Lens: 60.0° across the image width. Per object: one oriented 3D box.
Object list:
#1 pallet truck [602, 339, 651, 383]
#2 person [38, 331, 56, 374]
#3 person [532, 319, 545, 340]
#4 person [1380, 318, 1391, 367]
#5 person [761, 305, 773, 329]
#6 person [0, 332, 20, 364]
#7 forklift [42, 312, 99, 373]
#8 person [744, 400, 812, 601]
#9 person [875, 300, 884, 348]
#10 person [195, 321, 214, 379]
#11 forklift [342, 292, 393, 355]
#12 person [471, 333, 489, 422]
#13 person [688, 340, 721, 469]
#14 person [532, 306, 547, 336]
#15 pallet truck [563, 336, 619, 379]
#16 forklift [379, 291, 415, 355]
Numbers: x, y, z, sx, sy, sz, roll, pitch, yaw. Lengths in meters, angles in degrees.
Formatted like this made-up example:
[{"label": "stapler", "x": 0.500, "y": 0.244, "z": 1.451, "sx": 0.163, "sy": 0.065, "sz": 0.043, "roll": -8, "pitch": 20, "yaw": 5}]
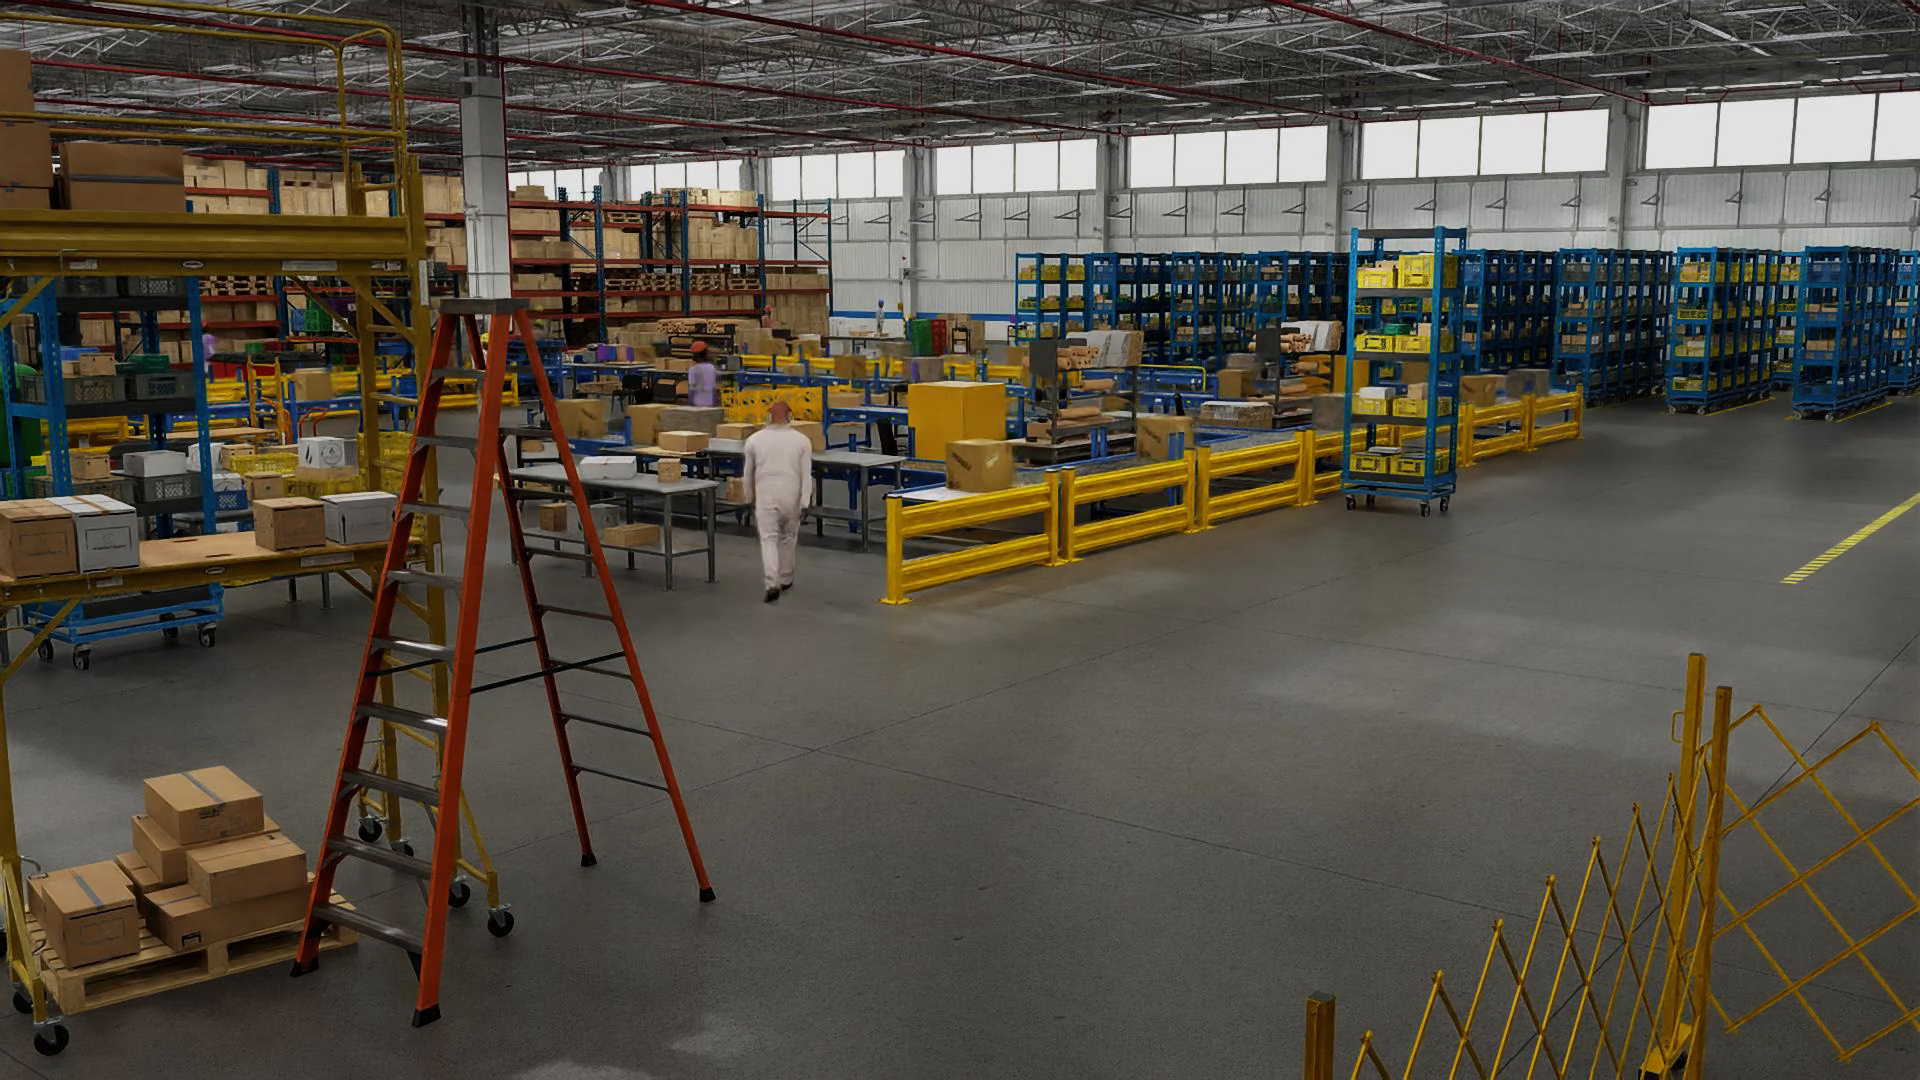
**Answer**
[{"label": "pallet truck", "x": -8.991, "y": -4.871, "z": 45.351, "sx": 0.653, "sy": 1.274, "sz": 1.630, "roll": 7, "pitch": 11, "yaw": 37}, {"label": "person", "x": -22.116, "y": -4.271, "z": 40.380, "sx": 0.544, "sy": 1.684, "sz": 0.546, "roll": 2, "pitch": 9, "yaw": 12}, {"label": "person", "x": -12.272, "y": -5.532, "z": 48.141, "sx": 0.524, "sy": 1.729, "sz": 0.838, "roll": 3, "pitch": 10, "yaw": 19}, {"label": "person", "x": 12.922, "y": -5.943, "z": 50.439, "sx": 0.603, "sy": 1.803, "sz": 0.896, "roll": 5, "pitch": 10, "yaw": 27}, {"label": "person", "x": -6.363, "y": -6.786, "z": 55.139, "sx": 0.383, "sy": 1.996, "sz": 0.609, "roll": 4, "pitch": 10, "yaw": 21}, {"label": "person", "x": -23.742, "y": -4.425, "z": 41.524, "sx": 0.279, "sy": 1.634, "sz": 0.497, "roll": 8, "pitch": 12, "yaw": 42}, {"label": "forklift", "x": -23.779, "y": -5.451, "z": 44.052, "sx": 1.873, "sy": 2.768, "sz": 1.129, "roll": 7, "pitch": 11, "yaw": 36}, {"label": "person", "x": -1.708, "y": -0.379, "z": 15.604, "sx": 0.647, "sy": 1.860, "sz": 1.010, "roll": -1, "pitch": 9, "yaw": -4}, {"label": "person", "x": -3.277, "y": -8.859, "z": 68.238, "sx": 0.402, "sy": 1.944, "sz": 0.605, "roll": 1, "pitch": 9, "yaw": 8}, {"label": "person", "x": -18.367, "y": -4.409, "z": 40.607, "sx": 0.550, "sy": 1.906, "sz": 0.610, "roll": 5, "pitch": 10, "yaw": 29}, {"label": "forklift", "x": -16.485, "y": -5.622, "z": 45.120, "sx": 1.129, "sy": 2.768, "sz": 1.873, "roll": 7, "pitch": 11, "yaw": 37}, {"label": "person", "x": -9.649, "y": -3.304, "z": 33.904, "sx": 0.404, "sy": 1.836, "sz": 0.590, "roll": 9, "pitch": 12, "yaw": 43}, {"label": "person", "x": -3.951, "y": -2.092, "z": 25.803, "sx": 0.915, "sy": 2.018, "sz": 0.614, "roll": 4, "pitch": 10, "yaw": 25}, {"label": "person", "x": -15.700, "y": -7.874, "z": 62.508, "sx": 0.628, "sy": 1.802, "sz": 0.776, "roll": 6, "pitch": 11, "yaw": 34}, {"label": "pallet truck", "x": -10.690, "y": -5.294, "z": 48.215, "sx": 1.601, "sy": 1.201, "sz": 0.680, "roll": -5, "pitch": 10, "yaw": -26}, {"label": "forklift", "x": -16.566, "y": -6.352, "z": 49.676, "sx": 1.129, "sy": 2.768, "sz": 1.873, "roll": 7, "pitch": 11, "yaw": 37}]
